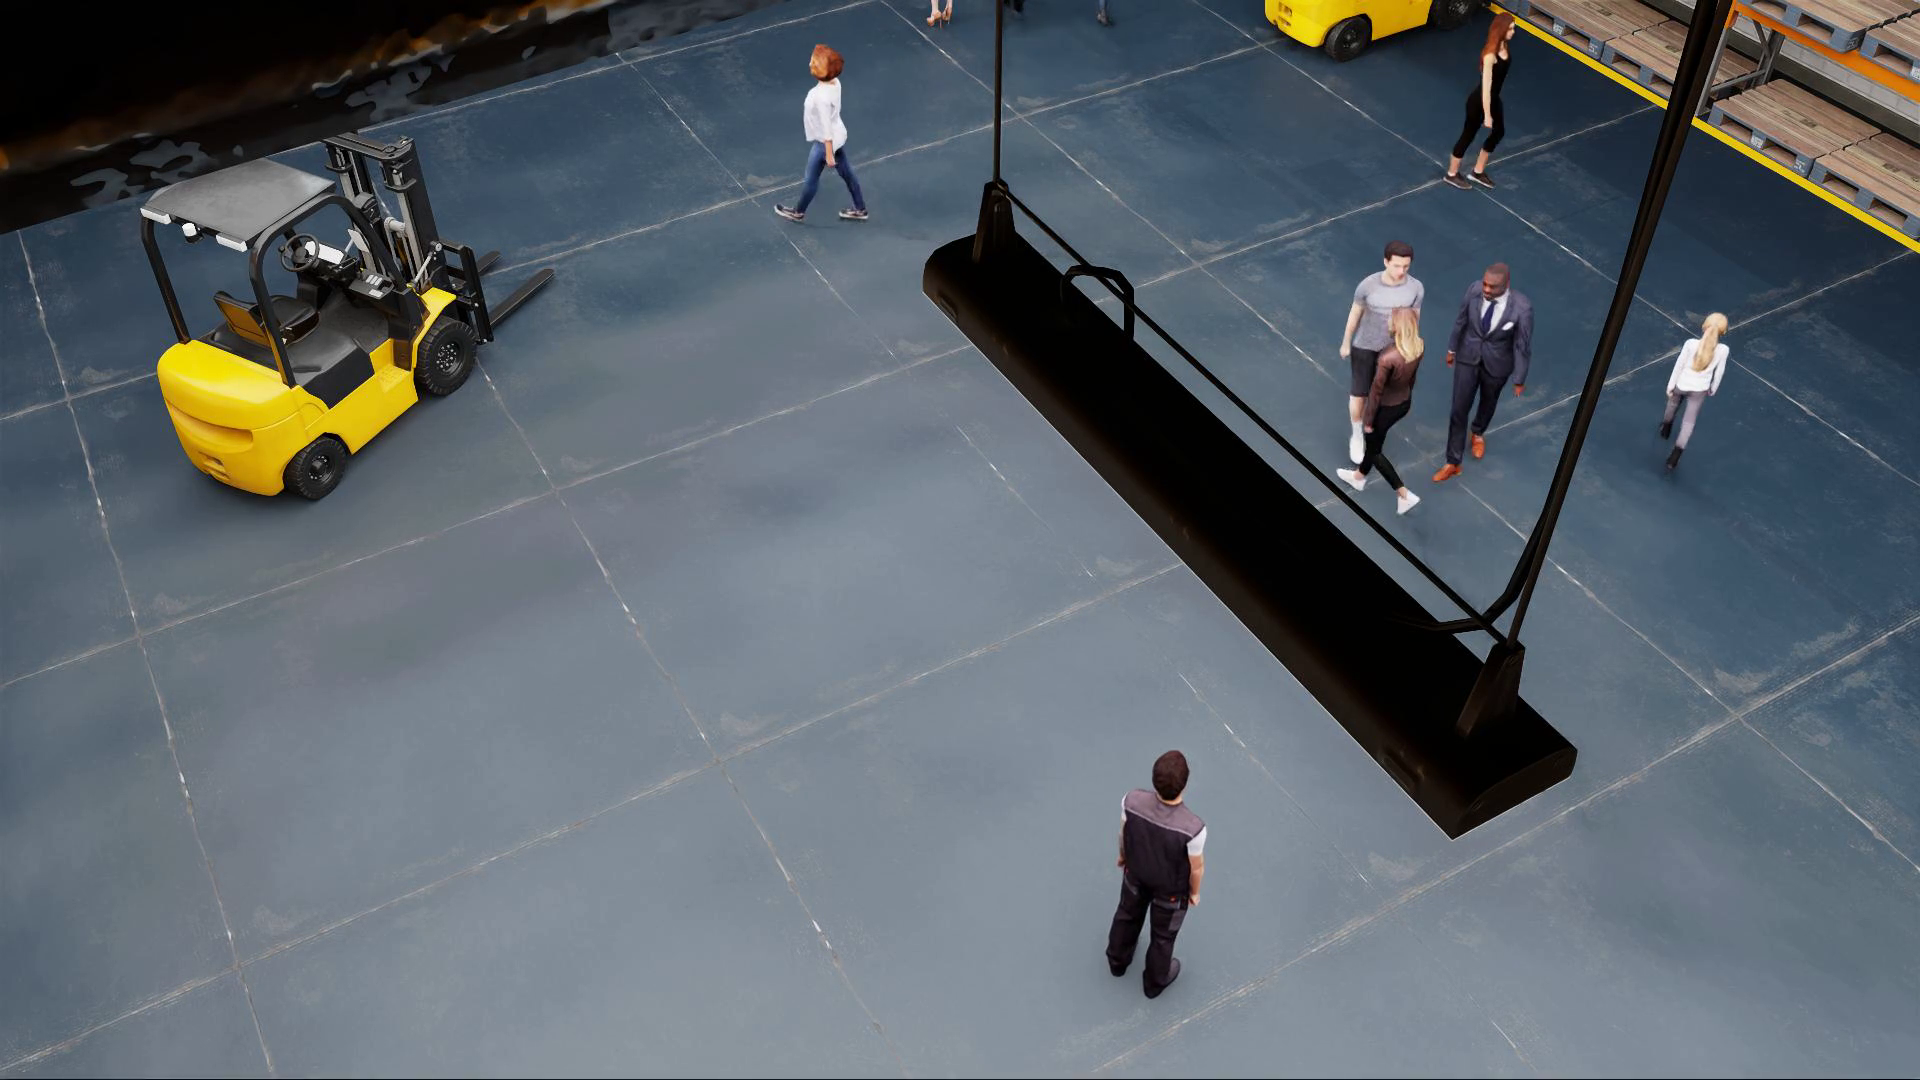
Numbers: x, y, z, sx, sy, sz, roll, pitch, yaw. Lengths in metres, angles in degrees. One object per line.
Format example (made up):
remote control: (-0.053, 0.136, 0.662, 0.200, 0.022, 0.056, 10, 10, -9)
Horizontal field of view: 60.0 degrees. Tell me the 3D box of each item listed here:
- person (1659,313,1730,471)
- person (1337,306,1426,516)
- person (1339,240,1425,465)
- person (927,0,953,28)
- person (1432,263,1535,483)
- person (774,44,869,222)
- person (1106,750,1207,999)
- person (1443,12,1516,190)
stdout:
person: (5.436, -1.097, 12.371, 0.893, 1.262, 0.884, 18, 46, 18)
person: (3.107, -0.892, 11.851, 0.744, 1.683, 1.034, -31, 51, -28)
person: (3.101, -1.506, 12.385, 1.025, 1.835, 1.168, 3, 44, 4)
person: (-0.230, -6.240, 17.387, 0.588, 1.791, 0.500, -26, 49, -25)
person: (3.867, -1.336, 12.245, 1.132, 1.783, 1.137, 20, 47, 20)
person: (-1.057, -3.514, 14.610, 1.123, 1.674, 1.079, 8, 44, 8)
person: (1.054, 1.796, 8.914, 0.688, 1.843, 0.807, 25, 49, 24)
person: (4.663, -3.973, 15.065, 0.767, 1.710, 0.680, 32, 52, 29)
